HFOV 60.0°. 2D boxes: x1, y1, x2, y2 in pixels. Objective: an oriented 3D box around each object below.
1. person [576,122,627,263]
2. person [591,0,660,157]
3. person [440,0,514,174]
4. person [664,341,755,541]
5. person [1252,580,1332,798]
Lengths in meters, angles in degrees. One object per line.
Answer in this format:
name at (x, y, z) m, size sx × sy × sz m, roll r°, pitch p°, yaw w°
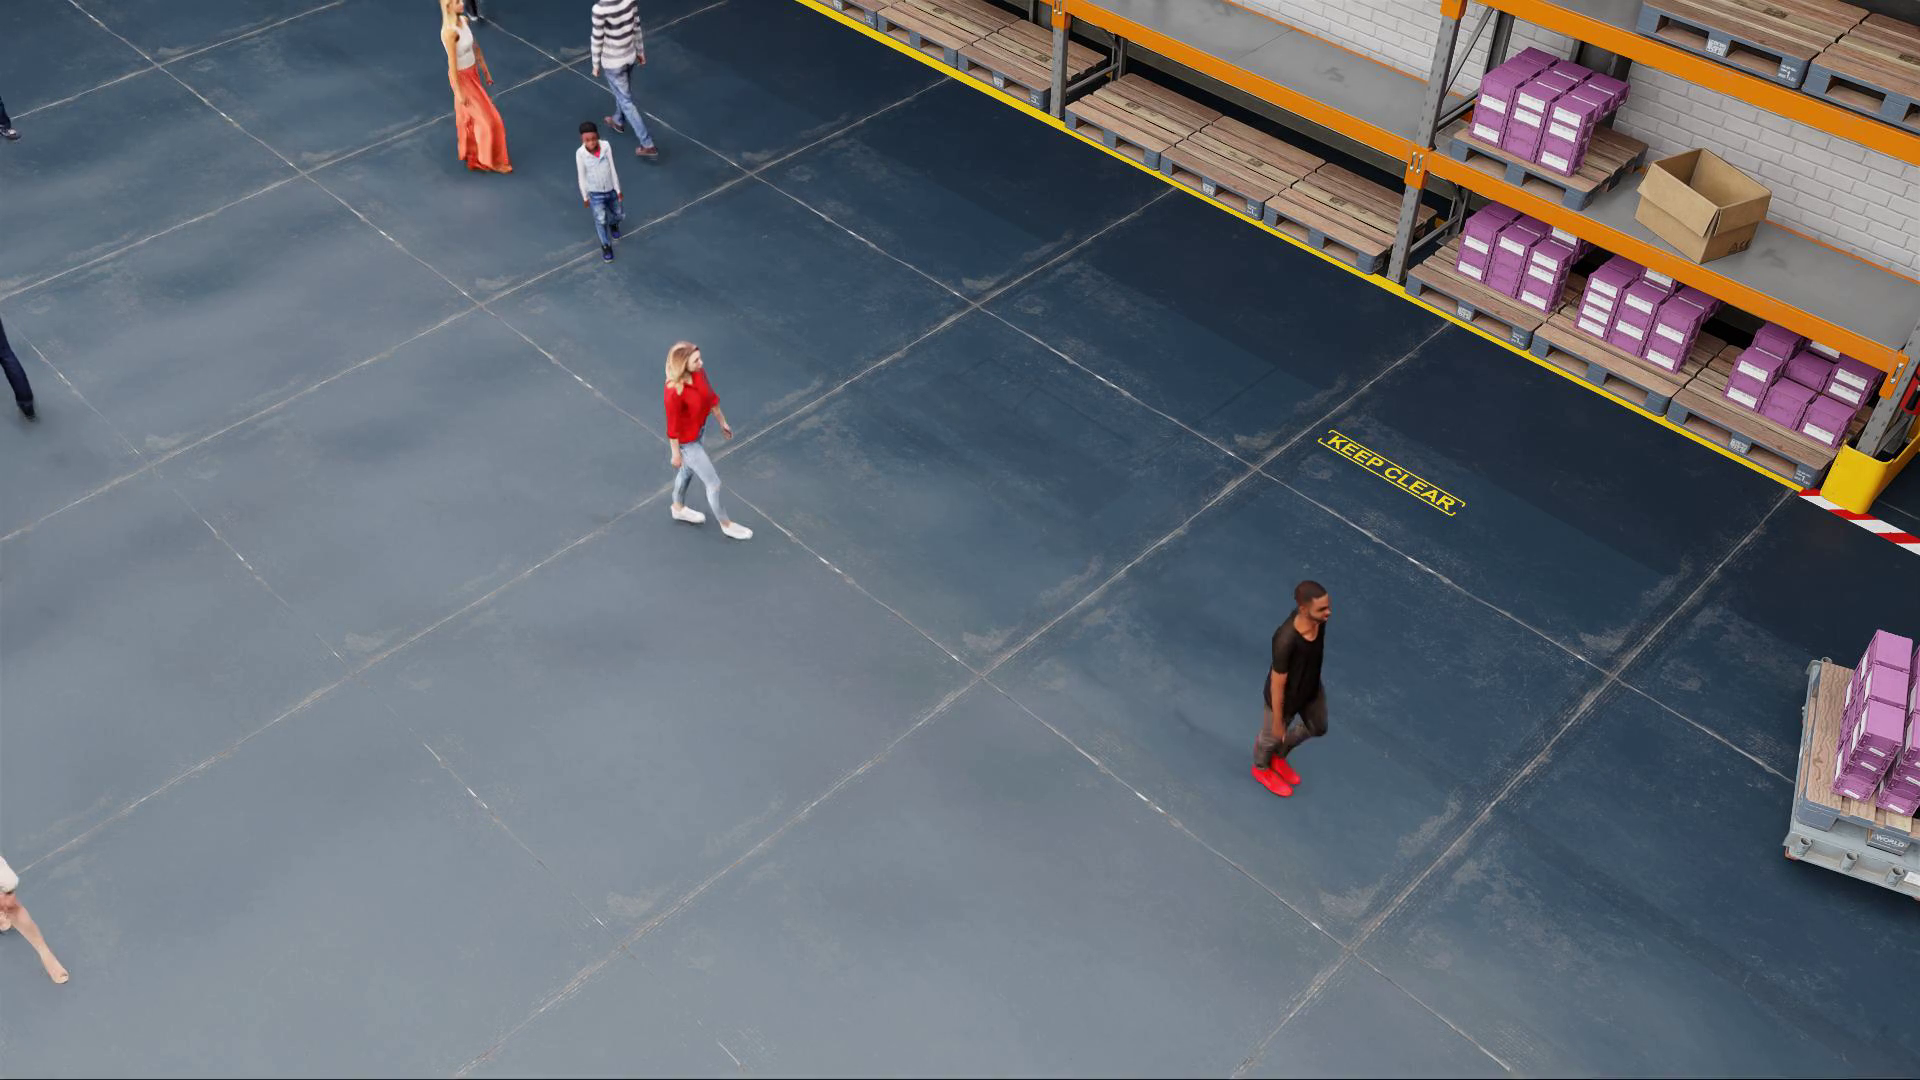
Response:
person at (-3.111, -3.081, 14.445) m, size 0.651 × 1.250 × 0.789 m, roll -16°, pitch 46°, yaw -16°
person at (-3.110, -4.416, 15.444) m, size 1.188 × 1.805 × 0.735 m, roll 29°, pitch 51°, yaw 27°
person at (-4.595, -4.176, 15.201) m, size 0.939 × 1.792 × 0.870 m, roll 4°, pitch 44°, yaw 4°
person at (-1.961, -0.724, 11.662) m, size 1.023 × 1.676 × 0.890 m, roll 9°, pitch 44°, yaw 9°
person at (1.903, 0.850, 9.922) m, size 0.593 × 1.798 × 0.673 m, roll 32°, pitch 52°, yaw 29°
